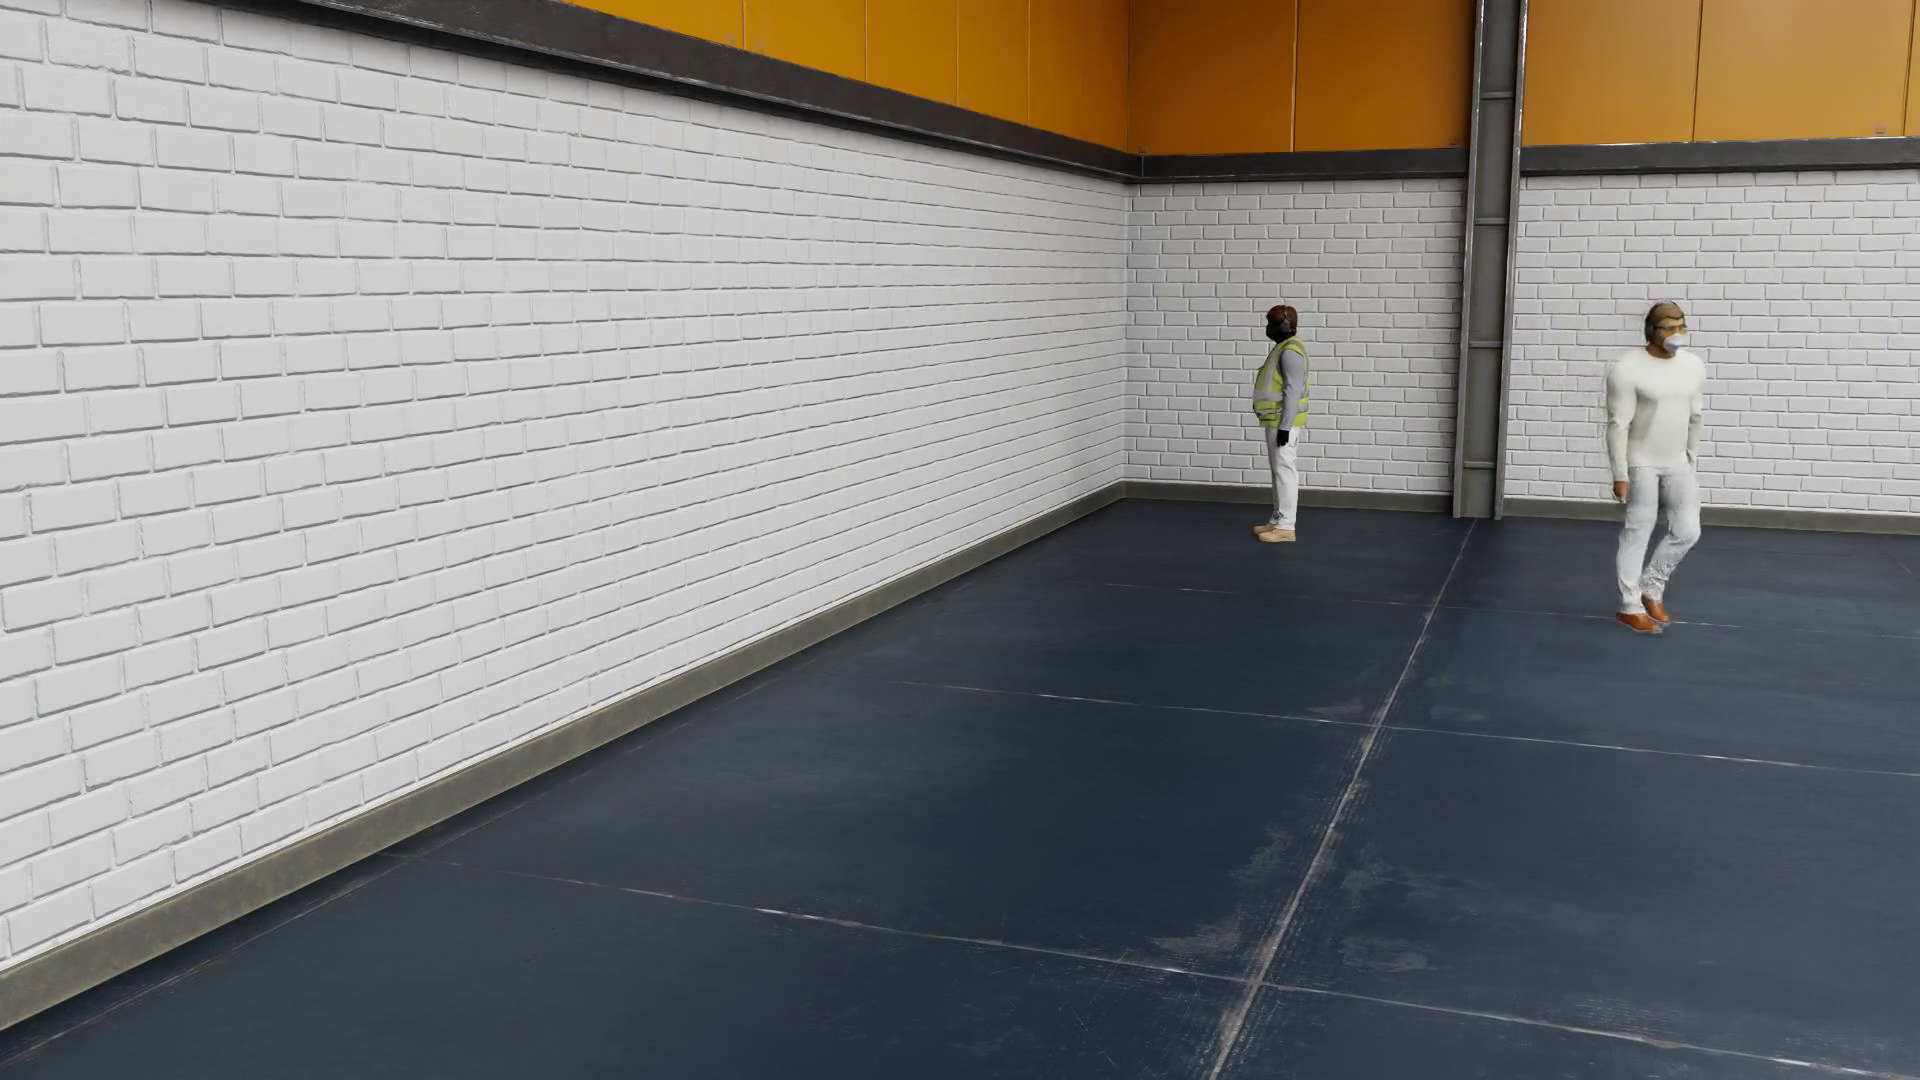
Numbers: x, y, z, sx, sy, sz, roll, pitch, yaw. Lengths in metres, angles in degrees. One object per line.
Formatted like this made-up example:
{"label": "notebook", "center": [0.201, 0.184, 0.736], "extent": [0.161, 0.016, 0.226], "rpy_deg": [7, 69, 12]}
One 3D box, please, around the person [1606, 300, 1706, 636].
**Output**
{"label": "person", "center": [3.974, -0.399, 9.514], "extent": [0.659, 1.923, 0.441], "rpy_deg": [-2, 9, -15]}

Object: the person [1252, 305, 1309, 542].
{"label": "person", "center": [2.497, -0.909, 12.992], "extent": [0.429, 1.841, 0.633], "rpy_deg": [1, 9, 5]}
